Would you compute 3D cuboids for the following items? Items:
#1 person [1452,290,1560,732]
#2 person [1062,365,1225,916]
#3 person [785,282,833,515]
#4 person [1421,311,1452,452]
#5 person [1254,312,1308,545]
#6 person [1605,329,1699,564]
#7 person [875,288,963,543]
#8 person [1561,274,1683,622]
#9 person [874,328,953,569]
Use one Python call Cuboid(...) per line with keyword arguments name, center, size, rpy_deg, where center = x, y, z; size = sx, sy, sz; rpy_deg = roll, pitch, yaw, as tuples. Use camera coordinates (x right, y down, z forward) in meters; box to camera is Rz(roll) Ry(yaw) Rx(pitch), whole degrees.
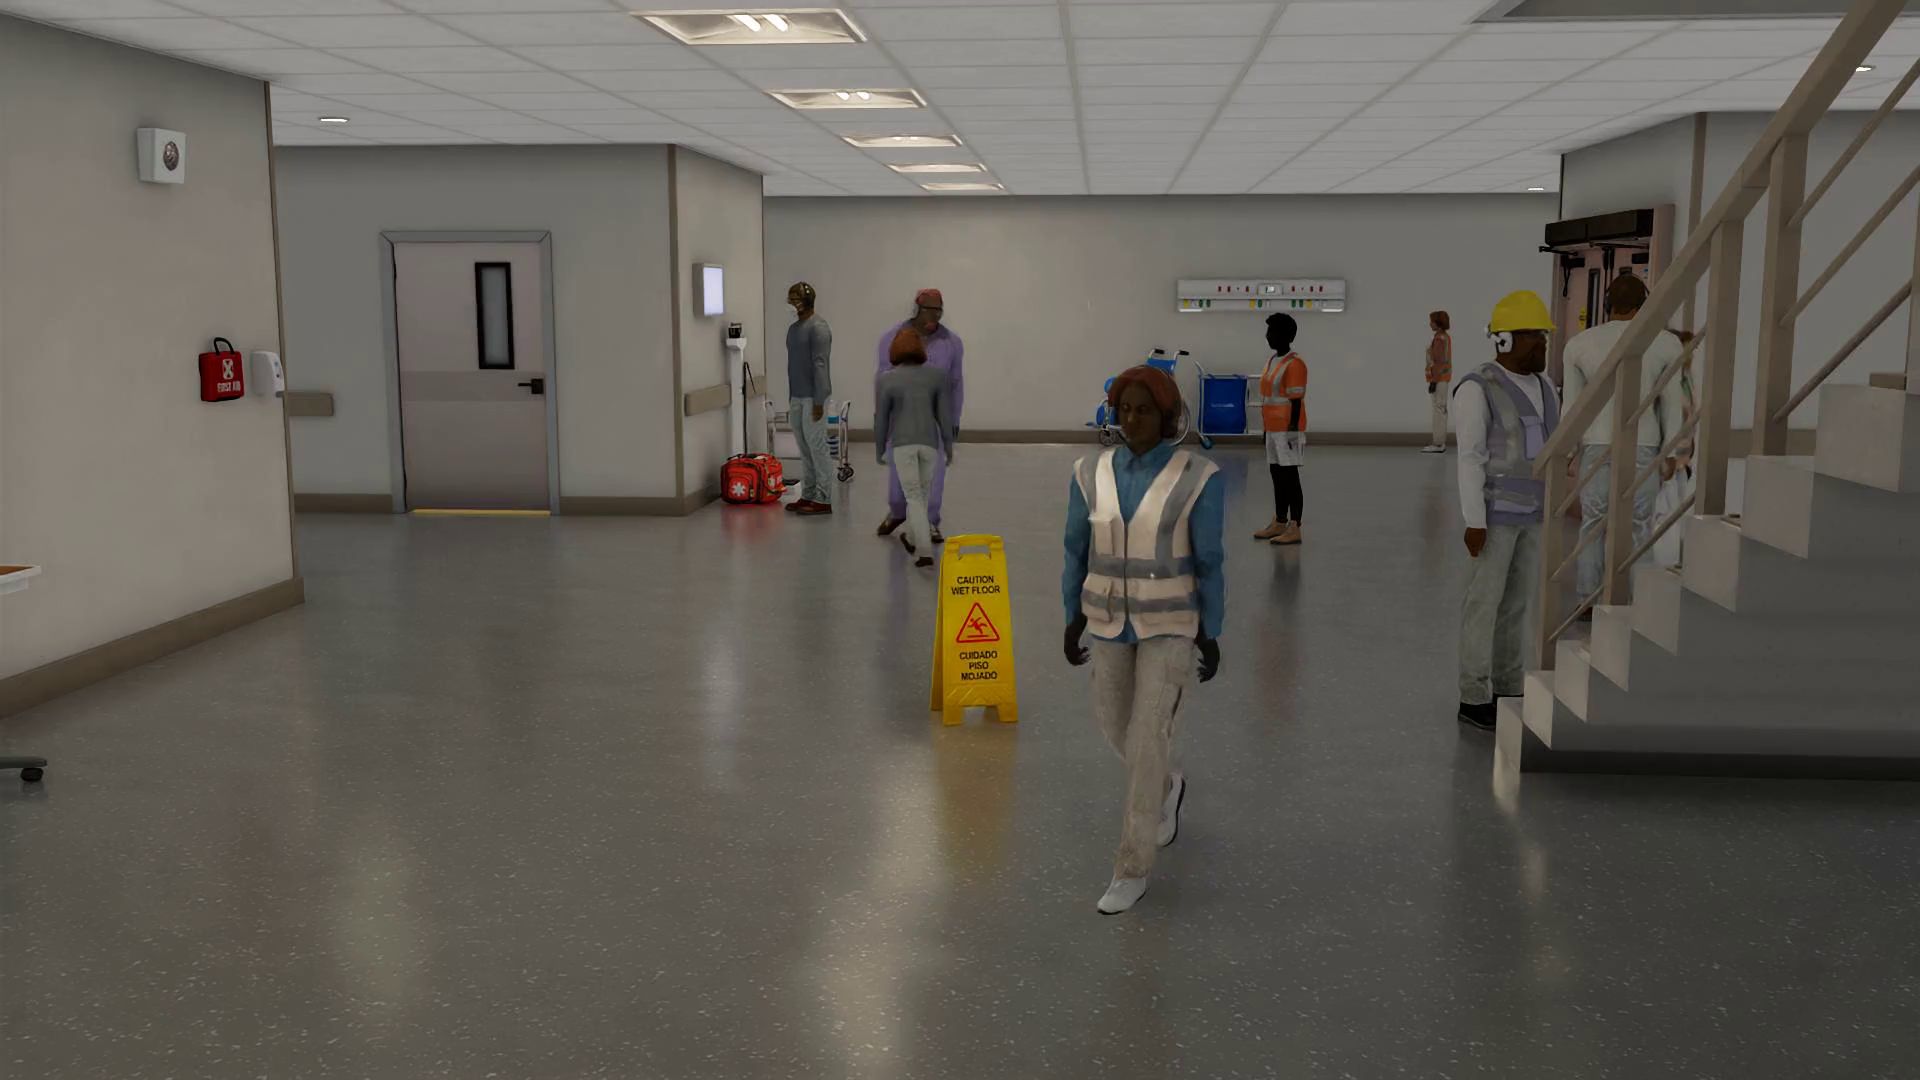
Cuboid(name="person", center=(2.322, -0.125, 7.004), size=(0.590, 1.836, 0.404), rpy_deg=(-7, 11, -38))
Cuboid(name="person", center=(0.581, 0.264, 5.119), size=(0.522, 1.614, 0.739), rpy_deg=(5, 10, 31))
Cuboid(name="person", center=(-1.256, -1.168, 13.804), size=(0.367, 1.932, 0.623), rpy_deg=(-5, 10, -31))
Cuboid(name="person", center=(5.536, -1.827, 19.252), size=(0.307, 1.638, 0.513), rpy_deg=(3, 9, 22))
Cuboid(name="person", center=(2.361, -0.813, 12.181), size=(0.317, 1.693, 0.535), rpy_deg=(-2, 9, -11))
Cuboid(name="person", center=(4.113, -0.438, 9.841), size=(0.532, 1.618, 0.536), rpy_deg=(7, 11, 41))
Cuboid(name="person", center=(-0.308, -0.927, 12.356), size=(0.664, 1.874, 0.666), rpy_deg=(-2, 8, -10))
Cuboid(name="person", center=(3.640, -0.494, 9.188), size=(0.627, 1.934, 0.371), rpy_deg=(4, 9, 25))
Cuboid(name="person", center=(-0.337, -0.623, 11.207), size=(0.511, 1.584, 0.835), rpy_deg=(-4, 9, -24))
